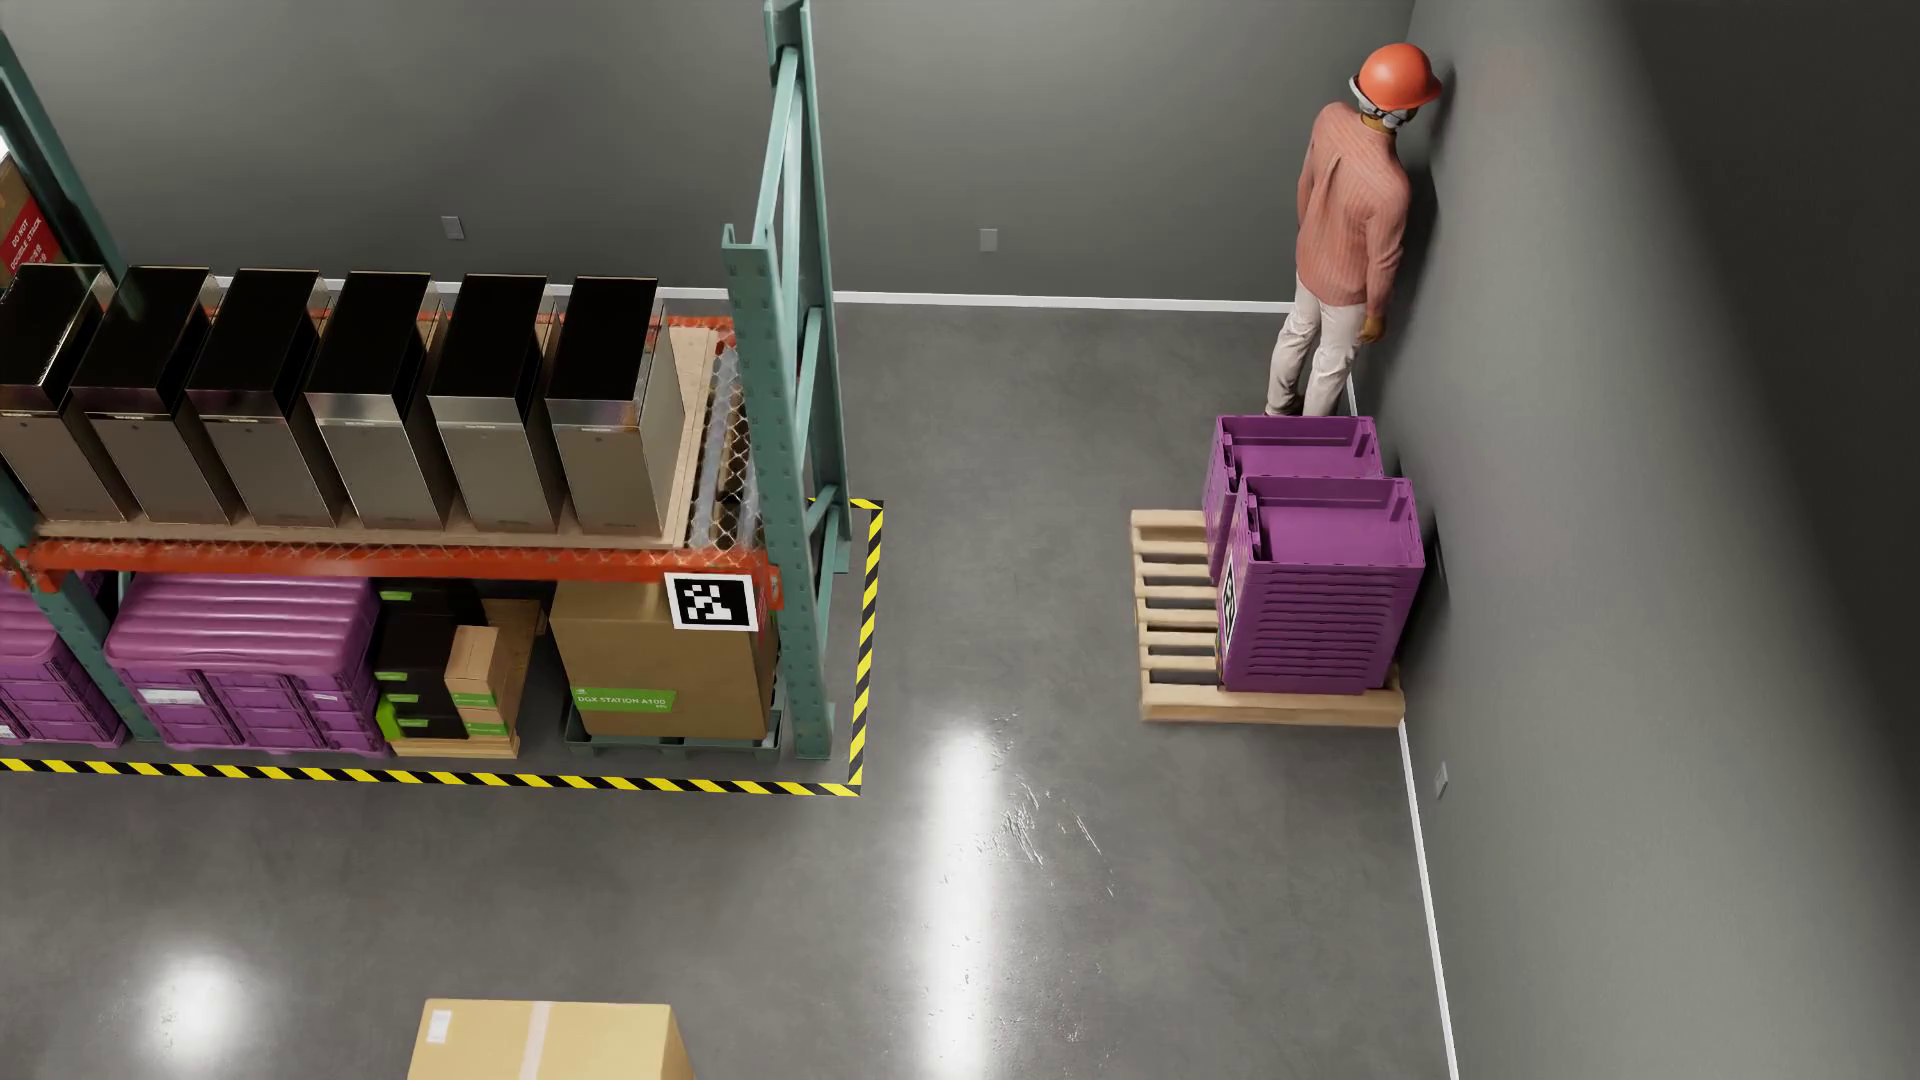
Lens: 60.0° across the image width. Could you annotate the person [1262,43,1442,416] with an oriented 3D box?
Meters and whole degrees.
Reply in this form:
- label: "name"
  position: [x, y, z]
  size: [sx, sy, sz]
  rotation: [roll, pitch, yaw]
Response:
- label: "person"
  position: [1.507, -1.068, 6.497]
  size: [0.388, 1.996, 0.612]
  rotation: [-16, 54, -12]
